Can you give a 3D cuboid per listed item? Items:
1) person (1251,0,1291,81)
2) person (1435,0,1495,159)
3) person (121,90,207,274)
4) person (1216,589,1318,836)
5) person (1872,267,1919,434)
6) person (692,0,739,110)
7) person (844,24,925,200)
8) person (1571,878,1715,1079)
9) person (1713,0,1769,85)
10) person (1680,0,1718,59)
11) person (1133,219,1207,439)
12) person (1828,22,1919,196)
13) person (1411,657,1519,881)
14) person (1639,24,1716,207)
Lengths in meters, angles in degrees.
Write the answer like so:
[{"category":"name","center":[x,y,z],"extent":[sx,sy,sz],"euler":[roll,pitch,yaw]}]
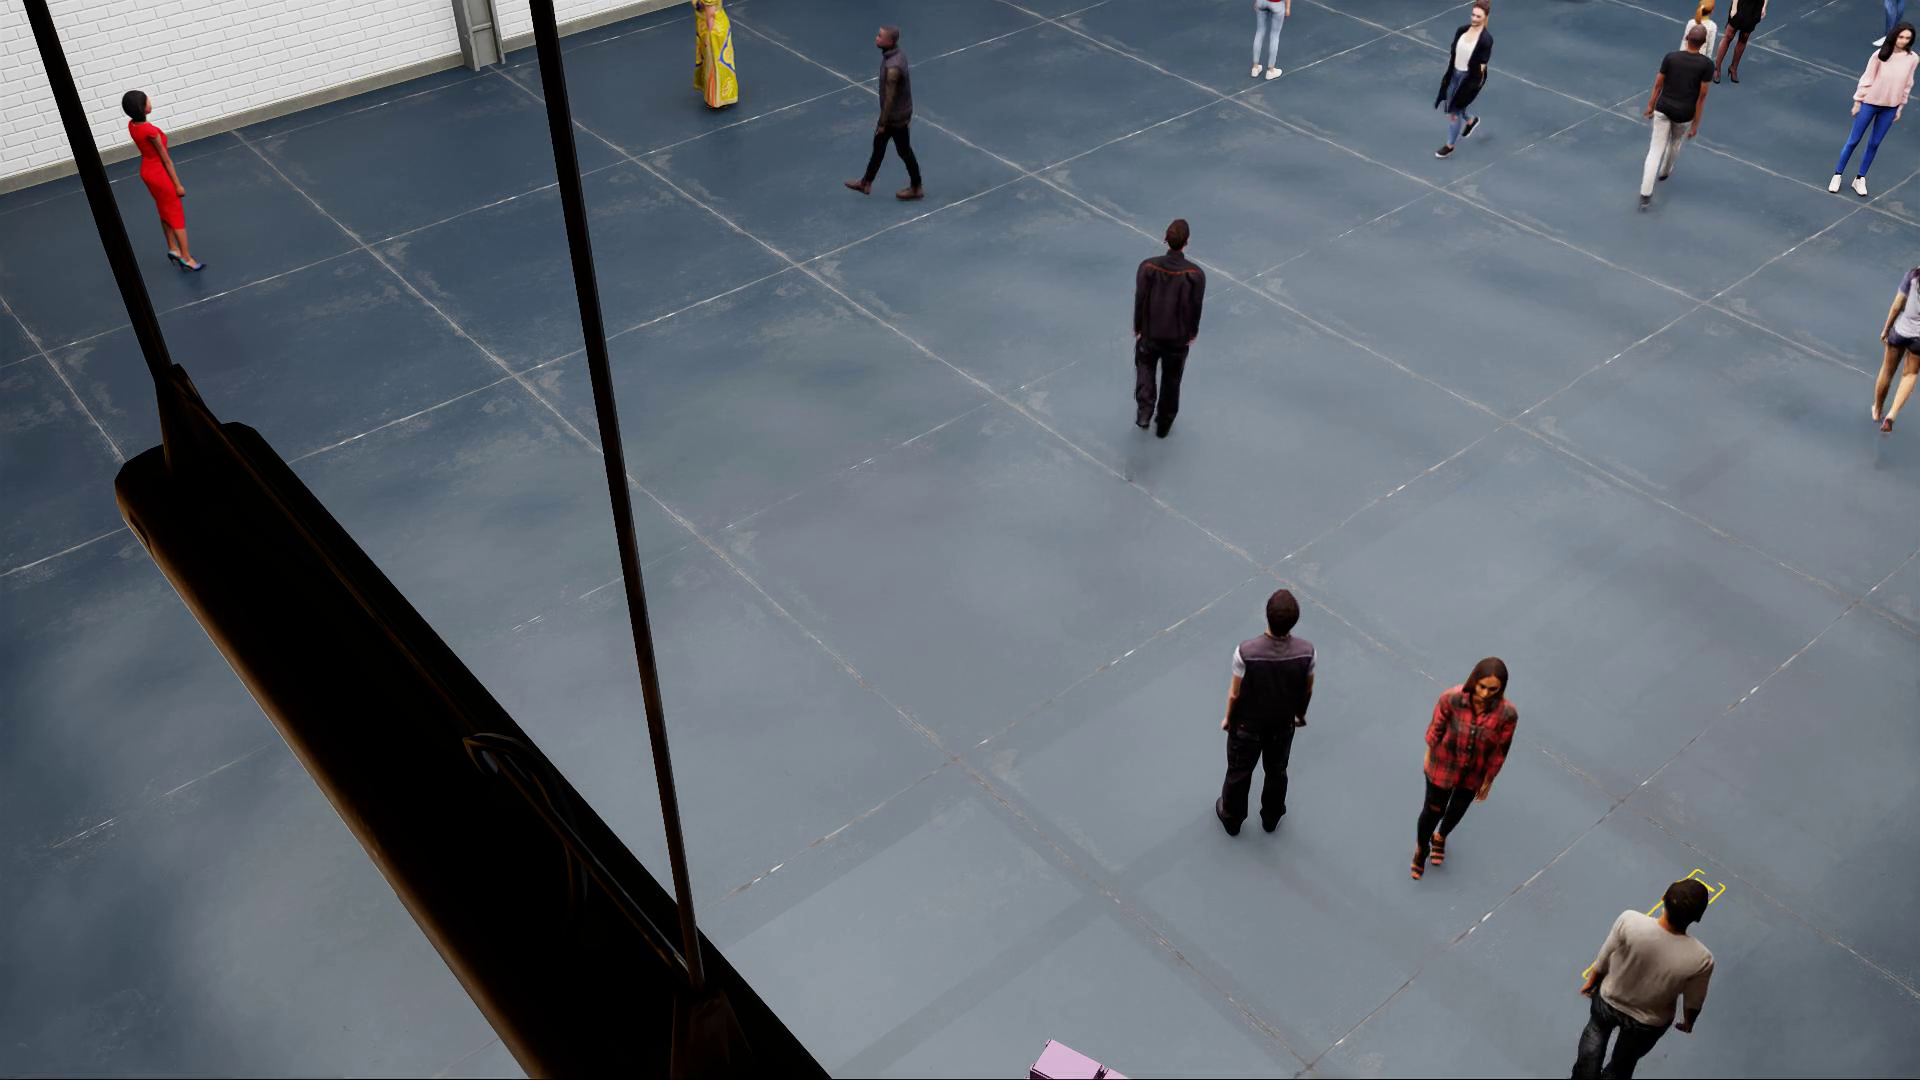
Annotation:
[{"category":"person","center":[3.528,-6.077,18.839],"extent":[0.668,1.707,0.608],"euler":[22,44,25]},{"category":"person","center":[5.303,-4.799,17.271],"extent":[0.867,1.666,0.674],"euler":[-23,44,-26]},{"category":"person","center":[-7.376,-3.303,15.338],"extent":[0.609,1.741,0.569],"euler":[26,45,29]},{"category":"person","center":[1.803,1.034,9.821],"extent":[0.719,1.849,0.811],"euler":[-2,39,-2]},{"category":"person","center":[7.565,-1.591,13.212],"extent":[0.800,1.718,0.975],"euler":[18,42,21]},{"category":"person","center":[-2.715,-5.587,18.263],"extent":[1.036,1.660,0.999],"euler":[-1,39,-1]},{"category":"person","center":[-0.551,-4.179,16.384],"extent":[1.191,1.804,1.070],"euler":[-3,39,-4]},{"category":"person","center":[3.305,2.346,8.212],"extent":[0.748,1.805,0.724],"euler":[25,45,28]},{"category":"person","center":[8.868,-6.003,18.746],"extent":[0.617,1.706,0.716],"euler":[-3,39,-4]},{"category":"person","center":[7.953,-5.210,18.083],"extent":[0.675,1.295,0.955],"euler":[21,43,24]},{"category":"person","center":[1.599,-1.597,13.077],"extent":[0.849,1.896,0.897],"euler":[8,39,10]},{"category":"person","center":[9.144,-4.309,16.575],"extent":[0.731,1.768,0.747],"euler":[9,40,11]},{"category":"person","center":[2.938,1.253,9.677],"extent":[0.754,1.687,0.807],"euler":[11,40,13]},{"category":"person","center":[6.999,-4.136,16.375],"extent":[1.009,1.749,1.310],"euler":[17,42,21]}]
